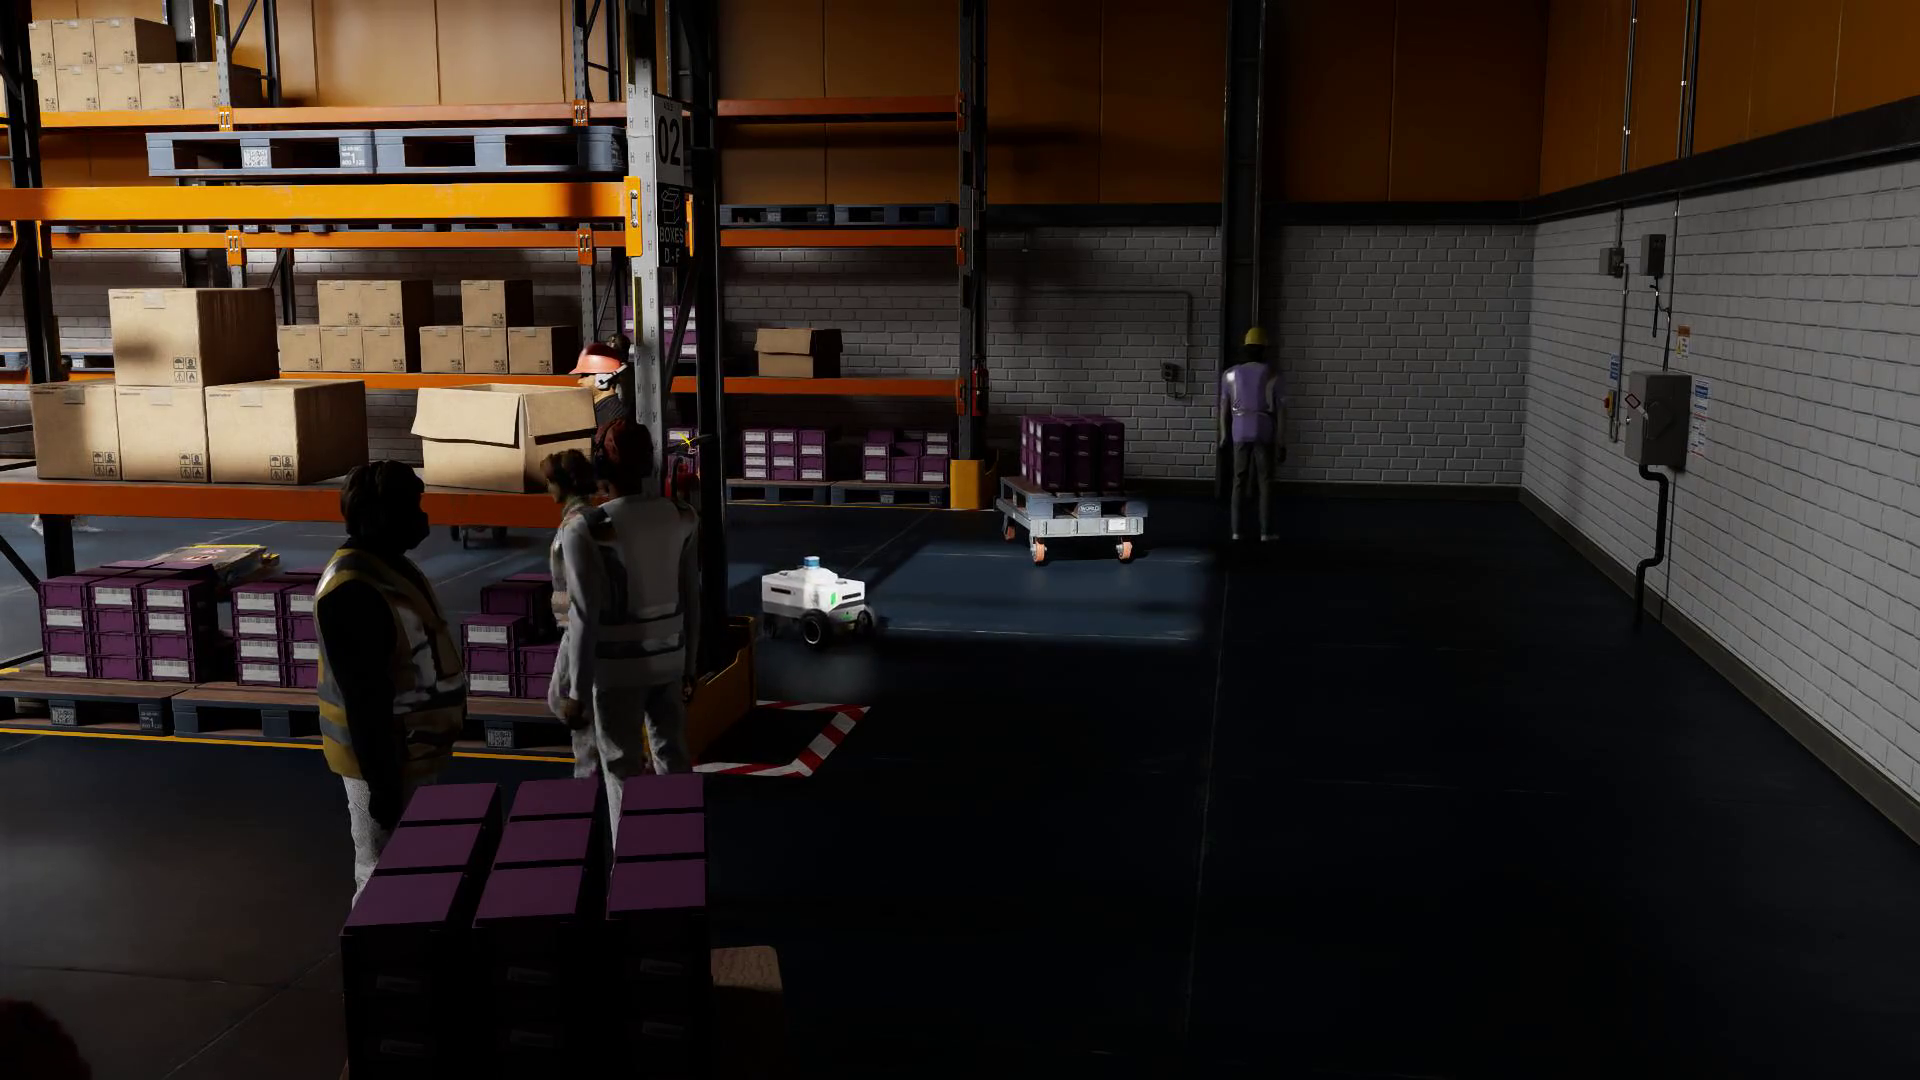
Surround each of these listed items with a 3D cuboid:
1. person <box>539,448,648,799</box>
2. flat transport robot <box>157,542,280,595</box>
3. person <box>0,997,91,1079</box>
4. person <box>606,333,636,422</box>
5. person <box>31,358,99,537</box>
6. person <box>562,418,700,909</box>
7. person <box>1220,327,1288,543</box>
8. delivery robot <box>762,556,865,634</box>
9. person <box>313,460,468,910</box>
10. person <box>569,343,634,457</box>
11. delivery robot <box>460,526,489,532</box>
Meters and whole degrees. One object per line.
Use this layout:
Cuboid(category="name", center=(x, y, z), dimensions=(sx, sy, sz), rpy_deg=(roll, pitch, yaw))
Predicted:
Cuboid(category="person", center=(-1.696, 0.396, 7.520), dimensions=(0.390, 1.617, 0.558), rpy_deg=(-2, 9, -12))
Cuboid(category="flat transport robot", center=(-5.826, 0.216, 12.817), dimensions=(0.652, 0.197, 1.431), rpy_deg=(0, 9, -3))
Cuboid(category="person", center=(-0.726, 1.258, 1.296), dimensions=(0.654, 1.905, 0.408), rpy_deg=(3, 10, 18))
Cuboid(category="person", center=(-3.135, -1.014, 15.588), dimensions=(0.325, 1.842, 0.513), rpy_deg=(1, 9, 5))
Cuboid(category="person", center=(-8.231, -0.840, 15.222), dimensions=(0.398, 1.656, 0.522), rpy_deg=(-1, 9, -6))
Cuboid(category="person", center=(-1.197, 0.494, 6.108), dimensions=(0.358, 1.882, 0.574), rpy_deg=(8, 12, 42))
Cuboid(category="person", center=(2.625, -0.932, 14.824), dimensions=(0.594, 1.924, 0.385), rpy_deg=(4, 10, 22))
Cuboid(category="delivery robot", center=(-0.960, 0.351, 10.813), dimensions=(0.707, 0.478, 0.477), rpy_deg=(8, 12, 39))
Cuboid(category="person", center=(-1.735, 0.671, 5.139), dimensions=(0.429, 1.844, 0.626), rpy_deg=(-2, 9, -10))
Cuboid(category="person", center=(-2.080, -0.159, 9.811), dimensions=(0.385, 1.993, 0.623), rpy_deg=(-3, 10, -16))
Cuboid(category="delivery robot", center=(-4.291, -0.292, 14.803), dimensions=(0.477, 0.478, 0.707), rpy_deg=(-3, 10, -18))
